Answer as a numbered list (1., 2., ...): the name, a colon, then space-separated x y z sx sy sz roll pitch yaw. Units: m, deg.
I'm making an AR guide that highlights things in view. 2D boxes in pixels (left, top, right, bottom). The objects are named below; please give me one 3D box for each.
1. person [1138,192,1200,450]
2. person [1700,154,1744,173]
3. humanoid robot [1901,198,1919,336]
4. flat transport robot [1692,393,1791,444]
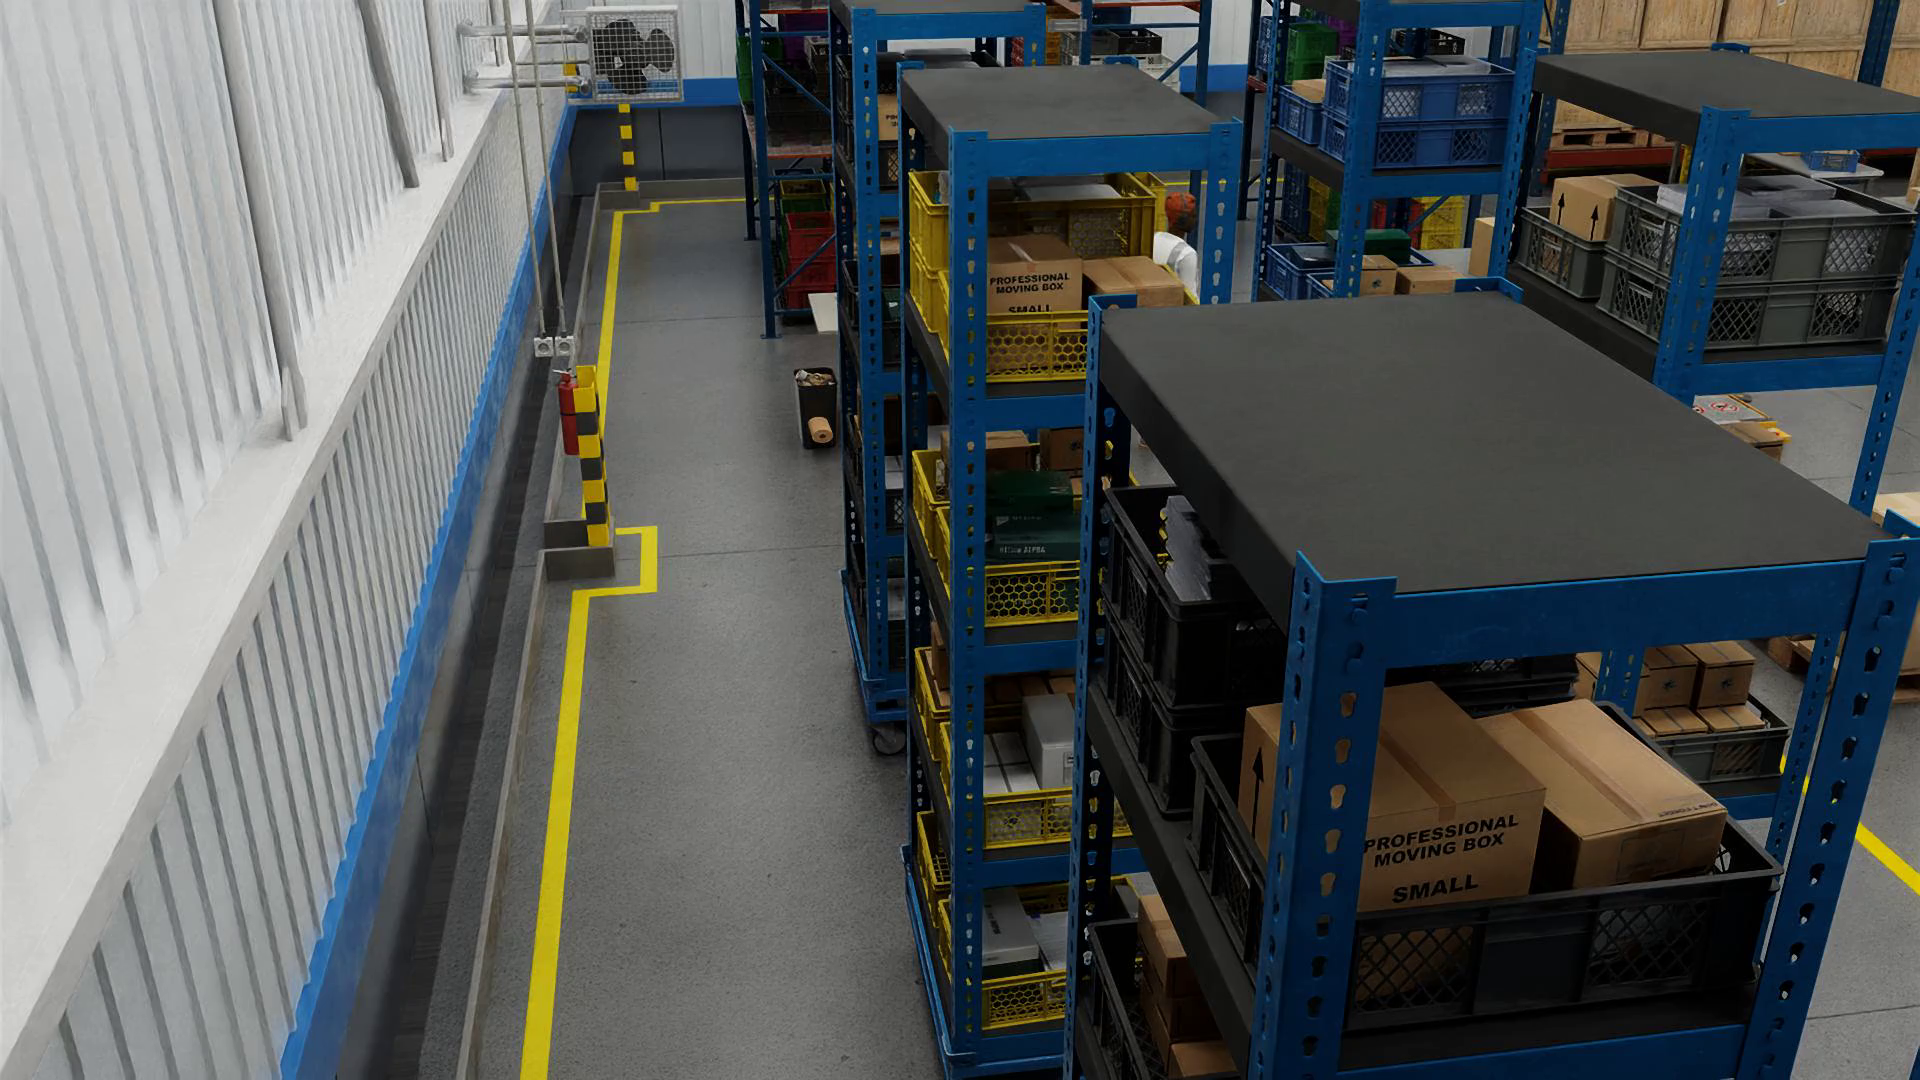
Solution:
1. person: 1.473 -1.482 11.587 0.340 1.881 0.582 -12 27 -23
2. person: 7.072 -3.405 15.637 0.375 1.995 0.609 -3 25 -6
3. humanoid robot: 7.934 -2.252 13.492 0.308 1.657 0.614 -20 31 -36
4. flat transport robot: 5.224 -0.859 12.132 1.431 0.197 0.652 -4 25 -8
